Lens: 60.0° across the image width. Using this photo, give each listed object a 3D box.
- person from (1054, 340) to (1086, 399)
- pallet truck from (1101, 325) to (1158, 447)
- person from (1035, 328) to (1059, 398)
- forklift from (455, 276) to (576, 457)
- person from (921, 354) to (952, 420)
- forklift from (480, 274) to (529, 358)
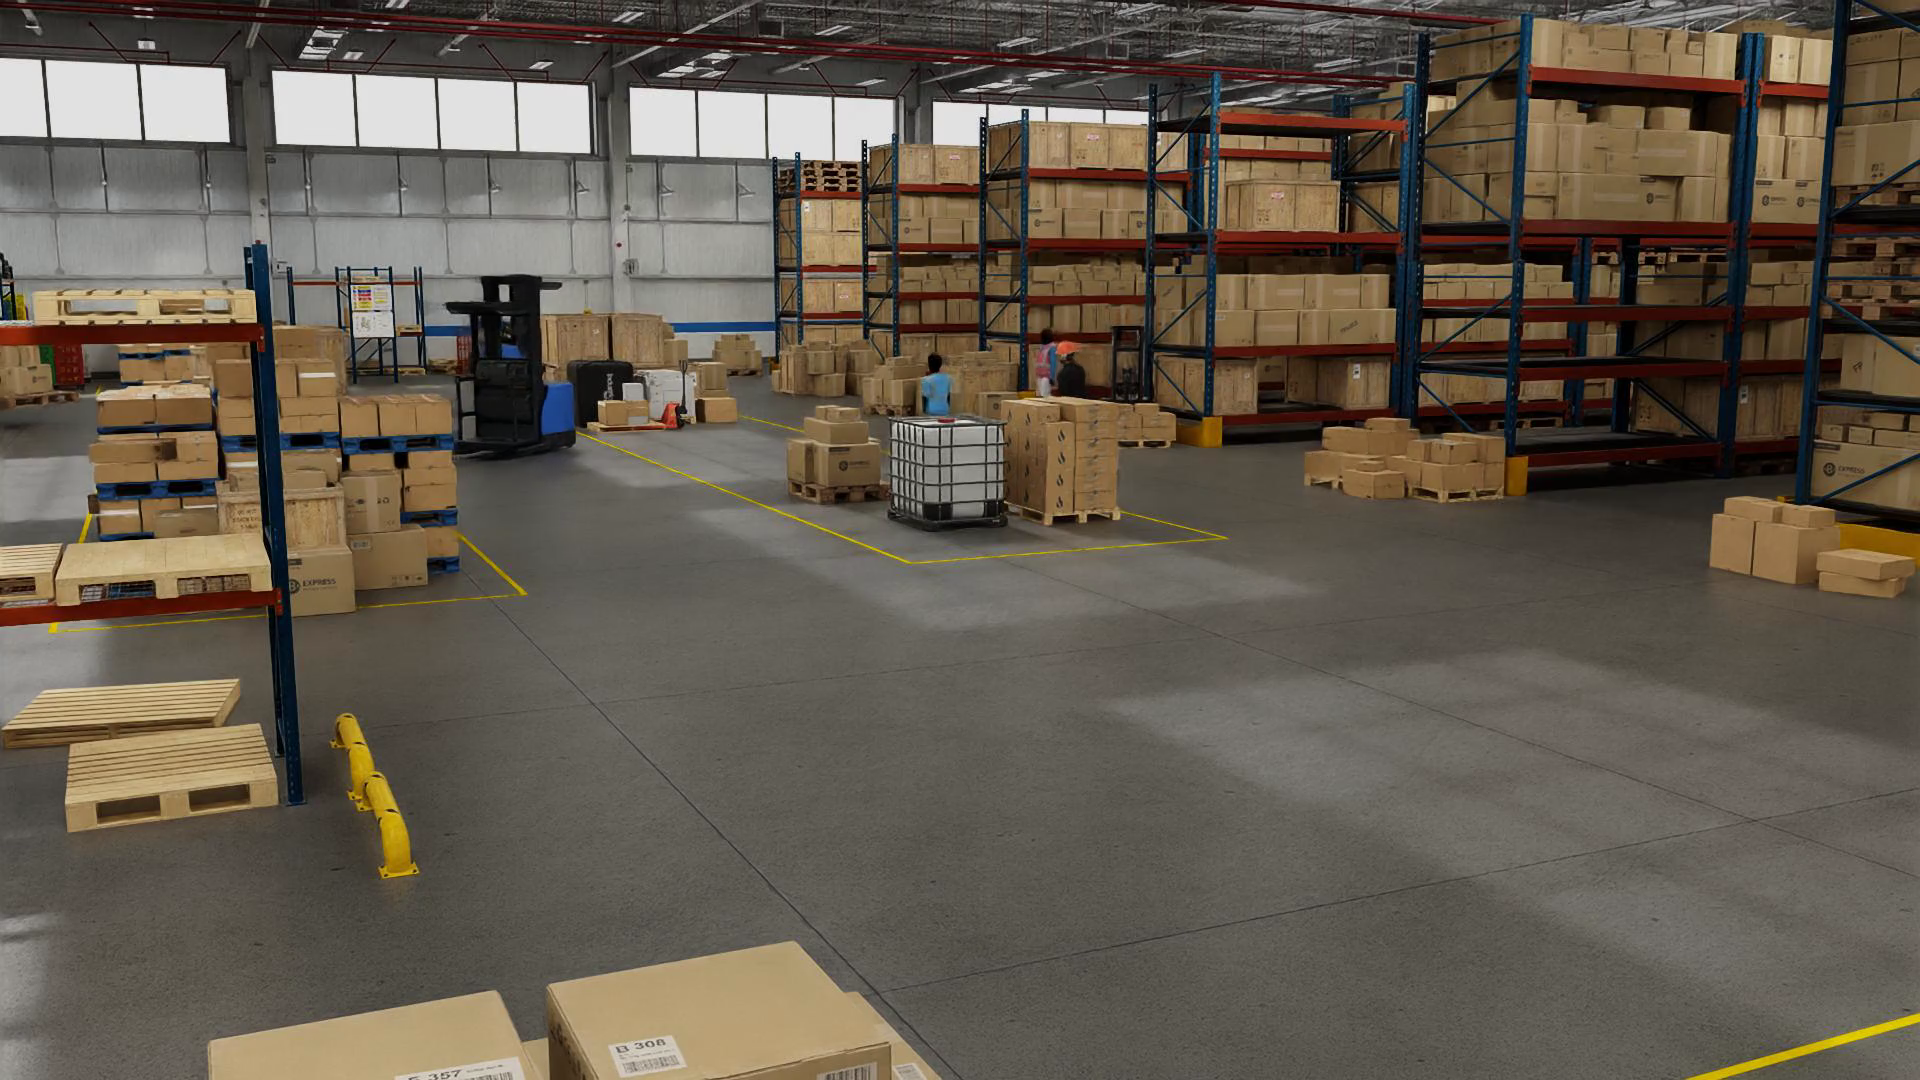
[{"bbox_3d":[1.580,-1.728,22.599,0.694,1.975,0.628,8,12,39],"label":"person"},{"bbox_3d":[2.881,-2.596,27.923,0.823,1.965,1.885,-1,9,-7],"label":"pallet truck"},{"bbox_3d":[1.703,-3.127,31.750,0.551,1.826,0.631,-4,10,-21],"label":"person"},{"bbox_3d":[-7.084,-2.807,26.503,1.129,2.768,1.873,3,10,18],"label":"forklift"},{"bbox_3d":[-0.352,-1.910,24.609,0.552,1.684,0.395,-8,12,-40],"label":"person"},{"bbox_3d":[-11.263,-5.375,42.437,1.873,2.768,1.129,-4,10,-25],"label":"forklift"}]
